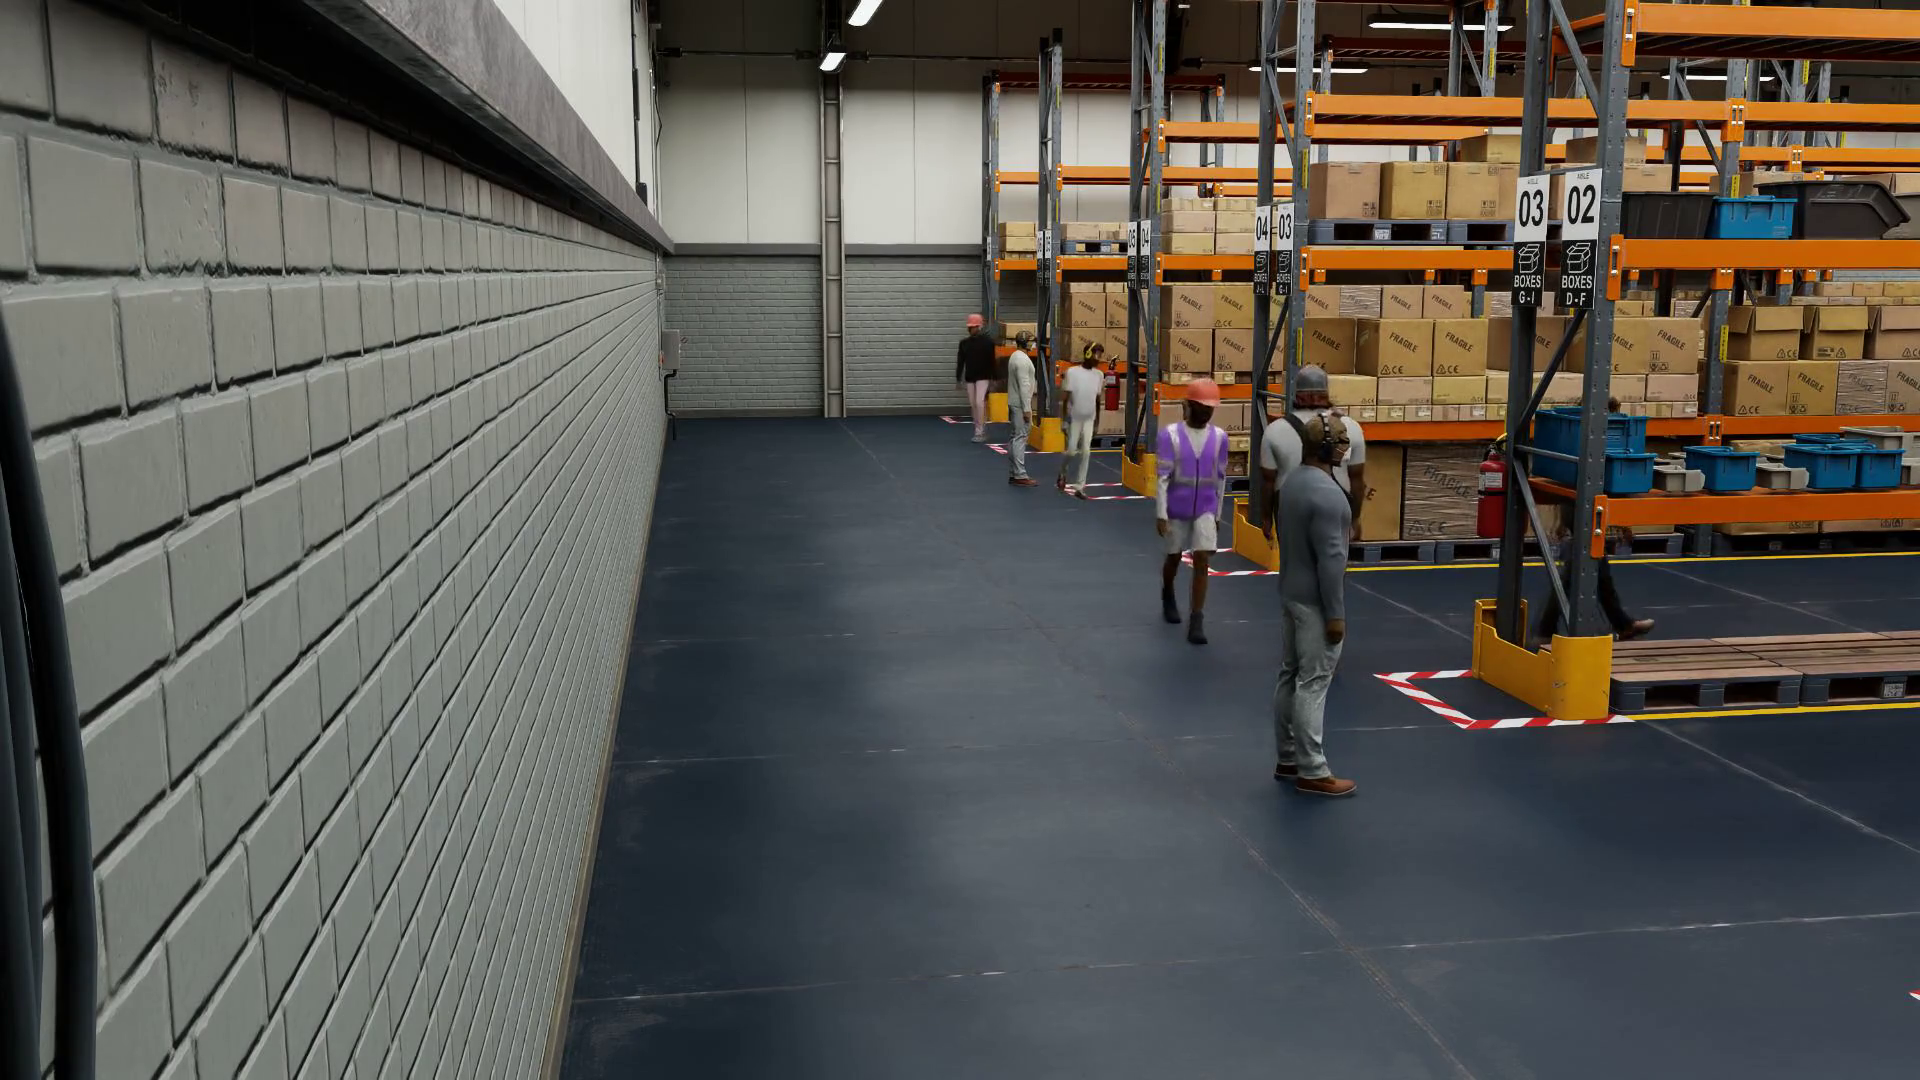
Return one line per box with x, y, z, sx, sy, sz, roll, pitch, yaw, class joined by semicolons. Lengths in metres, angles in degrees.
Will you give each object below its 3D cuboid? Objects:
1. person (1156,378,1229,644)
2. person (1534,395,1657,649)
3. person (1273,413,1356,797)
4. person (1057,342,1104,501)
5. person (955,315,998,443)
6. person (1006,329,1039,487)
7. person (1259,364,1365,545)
1.669;-0.249;12.141;0.559;1.900;0.943;-1;9;-7;person
4.476;-0.112;11.593;0.957;1.794;0.510;0;9;-1;person
1.803;0.323;8.467;0.373;1.941;0.627;-1;9;-8;person
1.396;-1.399;19.406;0.566;1.833;0.647;-3;10;-18;person
0.203;-2.466;25.550;0.660;1.967;0.746;5;10;28;person
0.763;-1.630;20.516;0.373;1.941;0.627;-1;9;-8;person
2.402;-0.206;11.418;0.704;2.000;0.537;2;9;10;person
